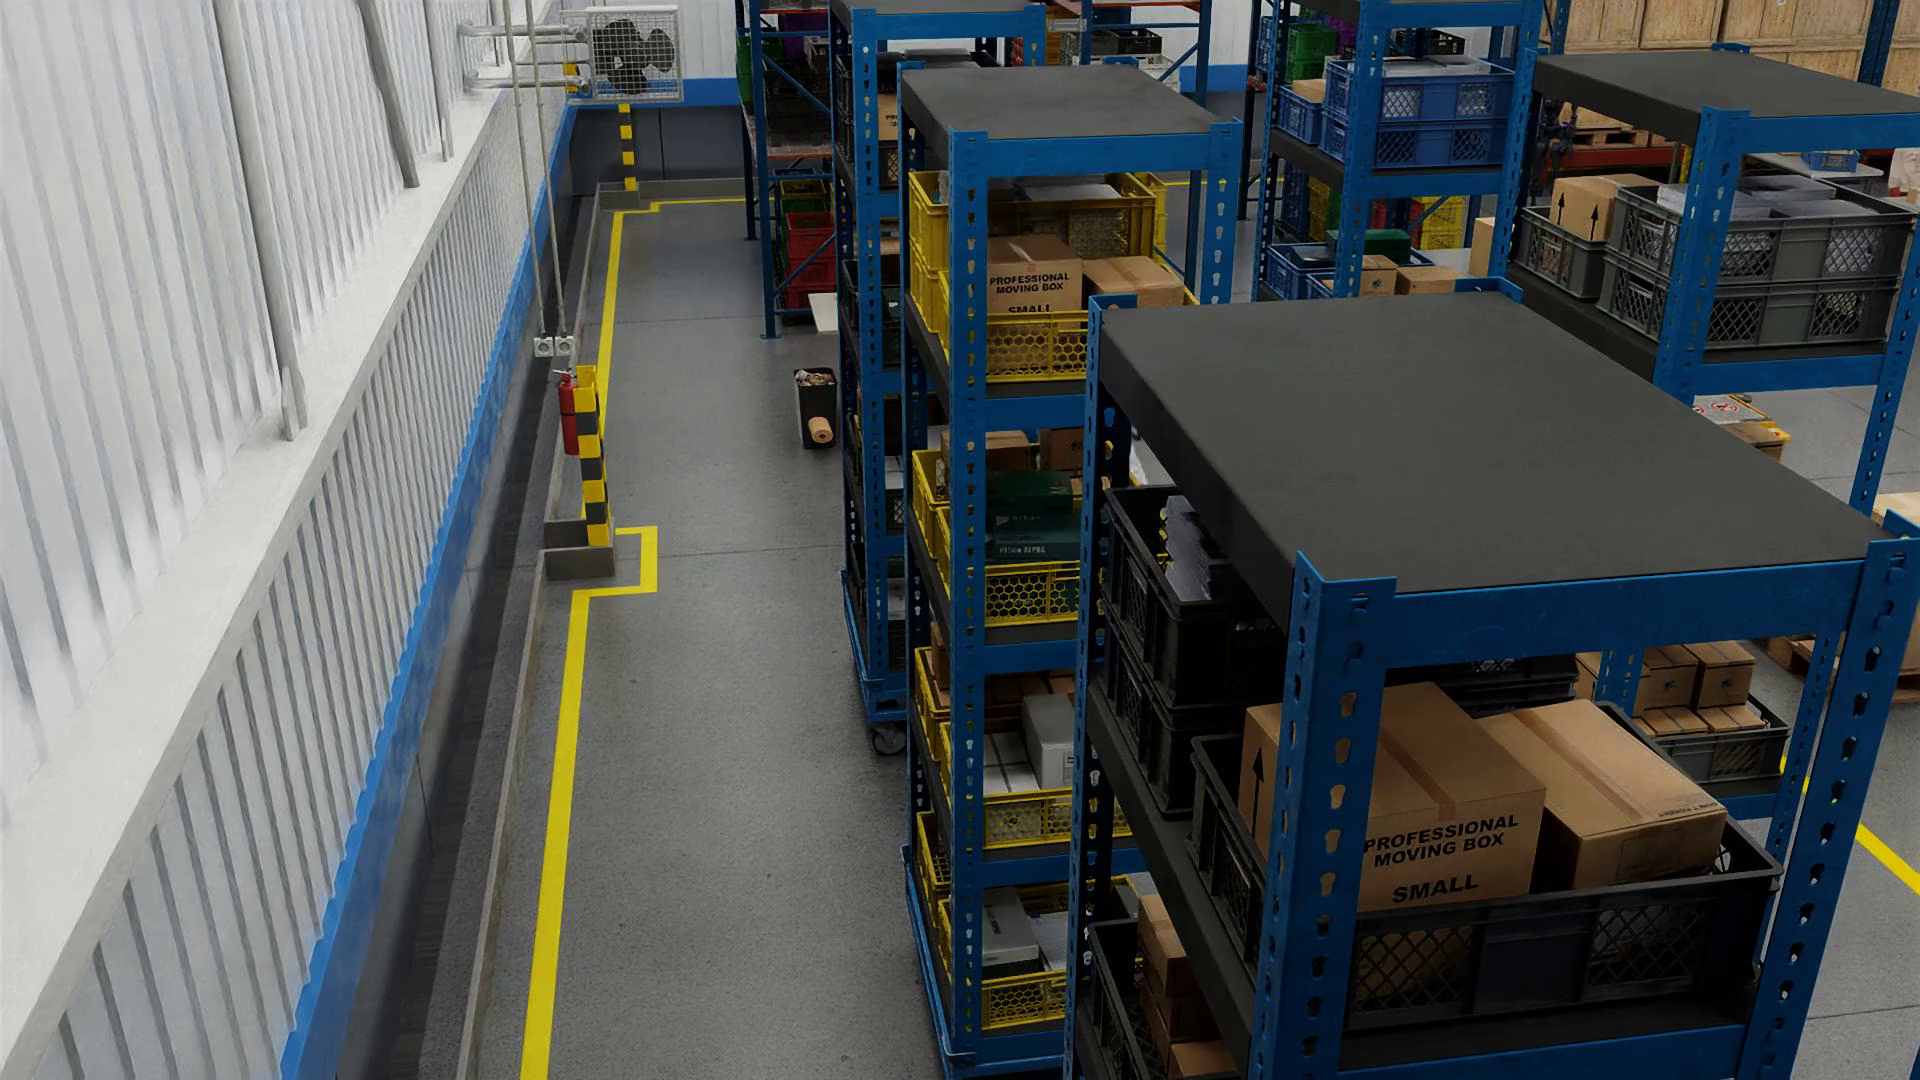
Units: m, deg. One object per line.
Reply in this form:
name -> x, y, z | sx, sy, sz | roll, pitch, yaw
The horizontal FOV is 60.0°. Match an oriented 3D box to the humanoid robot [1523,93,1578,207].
humanoid robot -> 6.416, -4.348, 18.062 | 0.596, 1.645, 0.323 | 21, 32, 38

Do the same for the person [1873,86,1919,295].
person -> 8.789, -3.284, 15.373 | 0.394, 1.992, 0.618 | 17, 29, 32

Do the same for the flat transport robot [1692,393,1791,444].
flat transport robot -> 5.224, -0.859, 12.132 | 1.431, 0.197, 0.652 | -4, 25, -8

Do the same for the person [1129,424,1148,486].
person -> 0.858, -0.702, 9.975 | 0.956, 1.828, 0.585 | 10, 26, 20
